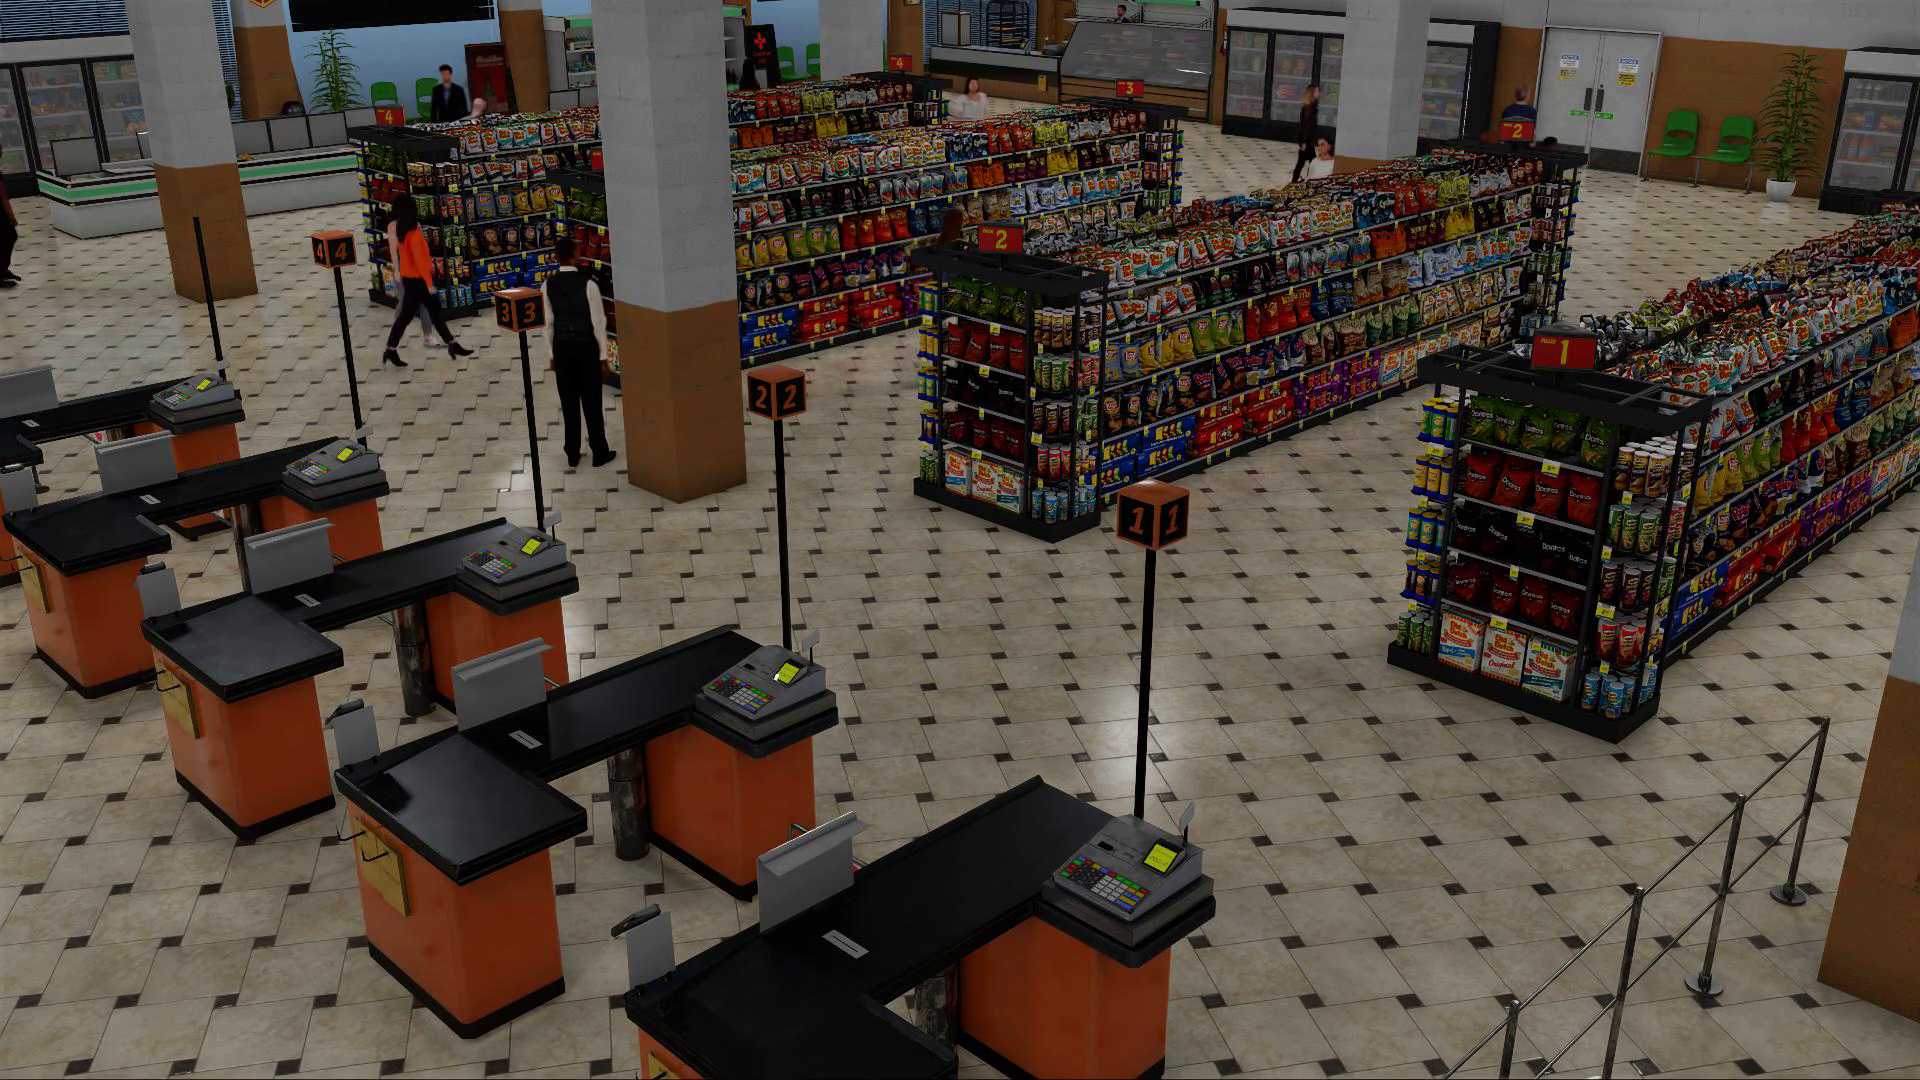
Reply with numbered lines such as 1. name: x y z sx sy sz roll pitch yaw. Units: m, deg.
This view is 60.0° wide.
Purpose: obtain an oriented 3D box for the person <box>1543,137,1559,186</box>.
1. person: 8.173 -5.049 23.460 0.740 1.262 0.698 5 22 11

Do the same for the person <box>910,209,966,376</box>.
1. person: -0.164 -2.354 16.192 1.119 1.680 0.845 -10 24 -24

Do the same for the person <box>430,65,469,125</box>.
1. person: -8.148 -6.638 26.648 1.223 1.834 1.286 0 22 0

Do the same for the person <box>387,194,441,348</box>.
1. person: -5.822 -2.824 17.478 0.654 1.594 0.844 16 27 35

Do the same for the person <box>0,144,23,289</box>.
1. person: -11.603 -3.871 19.814 0.726 1.794 0.658 17 28 37

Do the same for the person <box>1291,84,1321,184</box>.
1. person: 5.250 -6.158 25.651 0.873 1.686 0.821 5 23 13

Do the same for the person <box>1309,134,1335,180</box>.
1. person: 4.589 -4.224 20.858 0.687 1.671 0.993 16 27 35

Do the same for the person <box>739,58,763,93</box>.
1. person: -3.669 -7.334 28.503 0.738 1.741 0.749 -12 25 -27

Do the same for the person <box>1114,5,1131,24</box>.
1. person: 3.720 -11.421 38.505 0.566 1.868 0.622 -20 29 -40

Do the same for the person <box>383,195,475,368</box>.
1. person: -5.538 -2.534 16.629 1.225 1.689 0.932 -10 24 -23

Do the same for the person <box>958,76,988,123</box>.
1. person: 0.181 -6.697 27.027 0.955 1.661 0.898 -11 24 -25

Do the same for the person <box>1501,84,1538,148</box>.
1. person: 8.101 -5.670 24.191 0.693 1.870 0.596 15 26 33

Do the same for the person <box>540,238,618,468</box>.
1. person: -3.204 -1.561 13.898 0.776 1.918 0.814 2 22 5
